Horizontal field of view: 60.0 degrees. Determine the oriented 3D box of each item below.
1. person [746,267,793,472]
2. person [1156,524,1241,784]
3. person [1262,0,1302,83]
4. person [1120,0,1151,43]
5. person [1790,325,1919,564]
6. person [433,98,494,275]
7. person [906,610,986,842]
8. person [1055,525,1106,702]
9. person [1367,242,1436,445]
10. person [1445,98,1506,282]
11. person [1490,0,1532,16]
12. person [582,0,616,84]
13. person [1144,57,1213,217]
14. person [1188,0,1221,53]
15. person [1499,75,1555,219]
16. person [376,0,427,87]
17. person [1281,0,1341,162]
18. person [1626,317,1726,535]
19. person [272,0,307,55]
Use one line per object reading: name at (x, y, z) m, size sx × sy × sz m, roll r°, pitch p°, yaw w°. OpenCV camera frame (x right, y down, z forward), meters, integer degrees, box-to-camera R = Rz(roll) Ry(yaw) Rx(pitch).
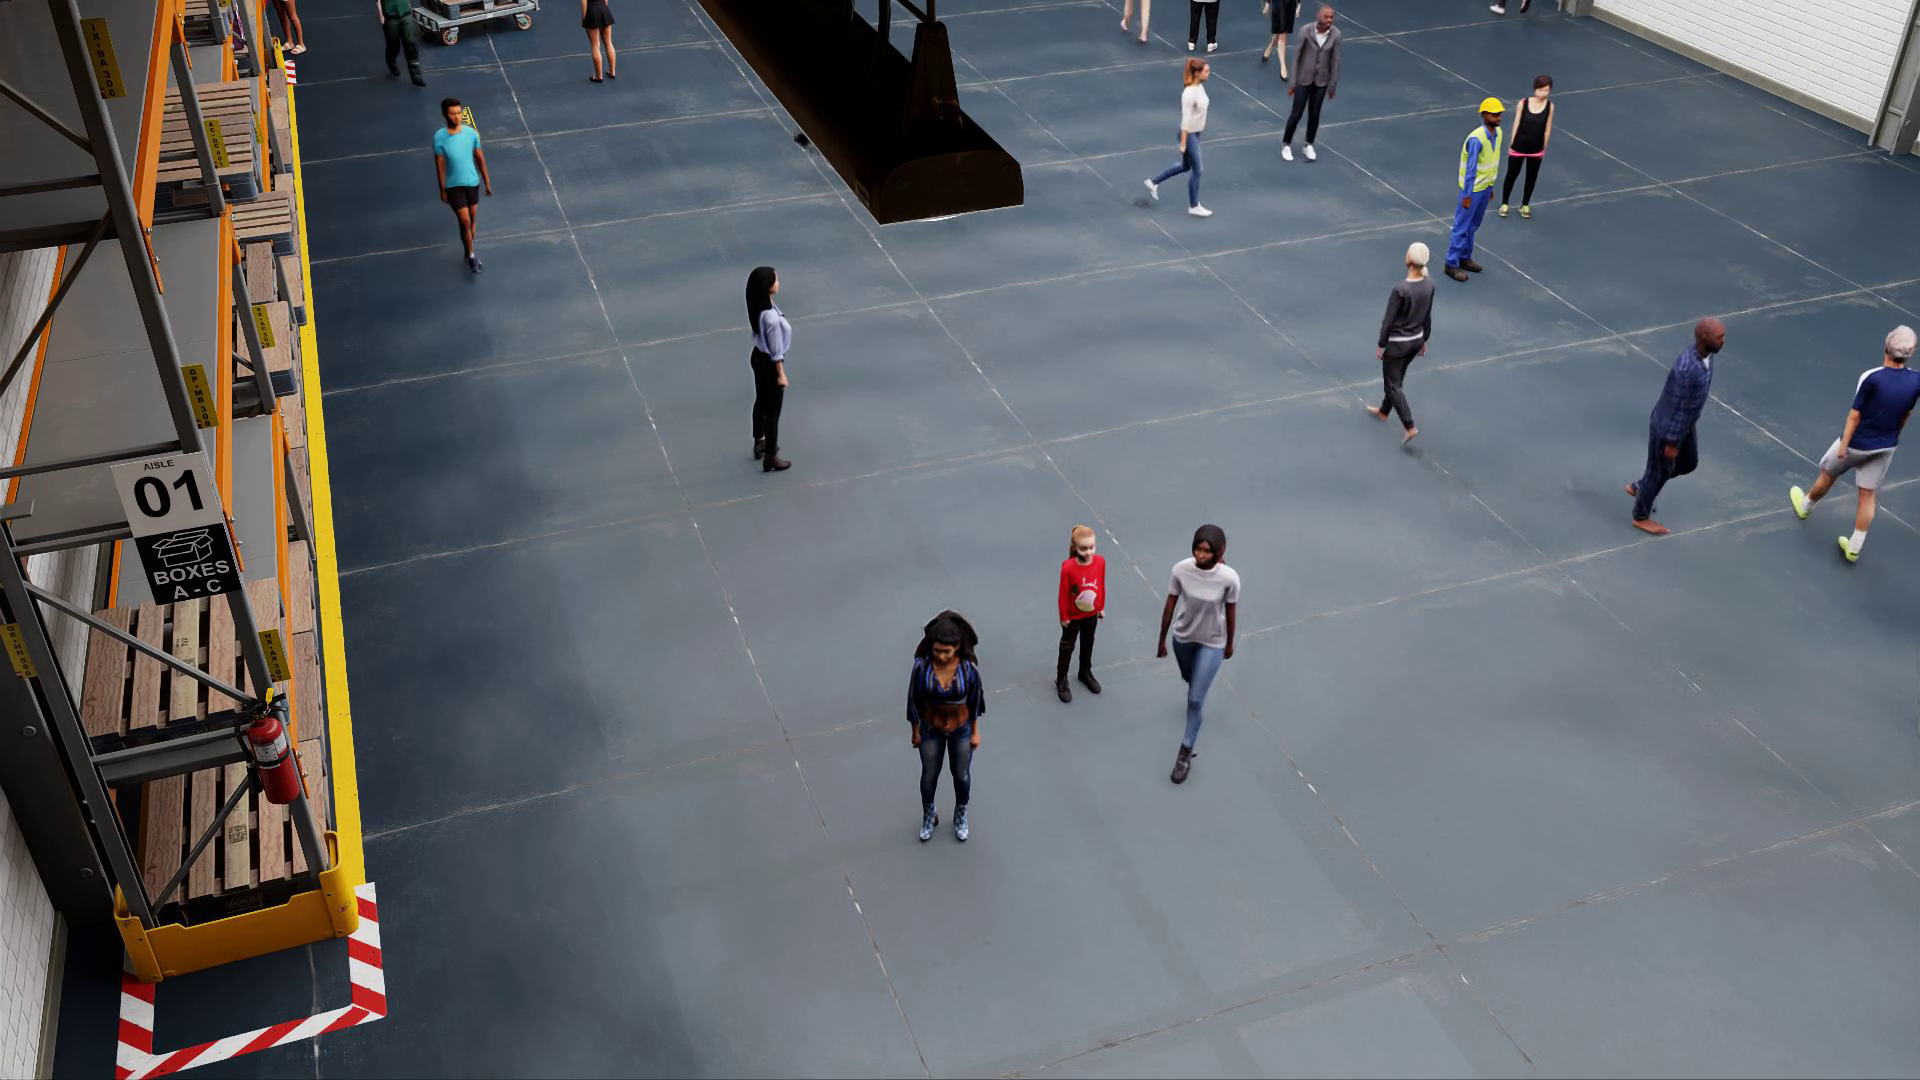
person at (-1.552, -1.385, 13.381) m, size 0.725 × 1.743 × 0.529 m, roll -16°, pitch 37°, yaw -22°
person at (1.514, 0.602, 10.447) m, size 1.093 × 1.681 × 1.177 m, roll 13°, pitch 36°, yaw 19°
person at (4.197, -6.949, 21.793) m, size 0.742 × 1.697 × 1.187 m, roll -4°, pitch 34°, yaw -6°
person at (2.518, -7.708, 23.010) m, size 0.751 × 1.613 × 1.057 m, roll -4°, pitch 34°, yaw -6°
person at (6.727, -0.662, 12.243) m, size 0.913 × 1.798 × 1.166 m, roll 0°, pitch 34°, yaw 0°
person at (-5.029, -3.579, 16.666) m, size 0.750 × 1.760 × 0.863 m, roll -22°, pitch 39°, yaw -29°
person at (-0.078, 1.109, 9.740) m, size 0.689 × 1.618 × 0.674 m, roll 1°, pitch 34°, yaw 1°
person at (0.801, 0.467, 11.011) m, size 0.513 × 1.281 × 0.509 m, roll -15°, pitch 36°, yaw -21°
person at (3.713, -1.619, 13.770) m, size 0.658 × 1.702 × 1.023 m, roll -14°, pitch 36°, yaw -20°
person at (5.131, -3.503, 16.503) m, size 0.738 × 1.813 × 0.710 m, roll -26°, pitch 42°, yaw -34°
person at (8.032, -8.436, 23.929) m, size 0.721 × 1.808 × 0.965 m, roll -14°, pitch 36°, yaw -20°
person at (-4.722, -6.810, 21.604) m, size 0.686 × 1.674 × 0.664 m, roll 29°, pitch 43°, yaw 36°
person at (2.377, -4.321, 17.840) m, size 1.079 × 1.697 × 1.049 m, roll 12°, pitch 36°, yaw 18°
person at (3.354, -7.556, 22.715) m, size 0.763 × 1.687 × 0.798 m, roll 9°, pitch 35°, yaw 14°
person at (6.095, -4.241, 17.850) m, size 0.630 × 1.551 × 0.667 m, roll 7°, pitch 34°, yaw 10°
person at (-7.315, -6.801, 21.464) m, size 0.888 × 1.814 × 1.206 m, roll -24°, pitch 40°, yaw -31°
person at (4.044, -5.288, 19.199) m, size 0.794 × 1.803 × 0.708 m, roll 0°, pitch 34°, yaw 1°
person at (5.332, -0.898, 12.588) m, size 0.847 × 1.809 × 0.811 m, roll 27°, pitch 42°, yaw 35°
person at (-9.242, -7.507, 22.633) m, size 0.662 × 1.697 × 0.728 m, roll 16°, pitch 37°, yaw 23°
